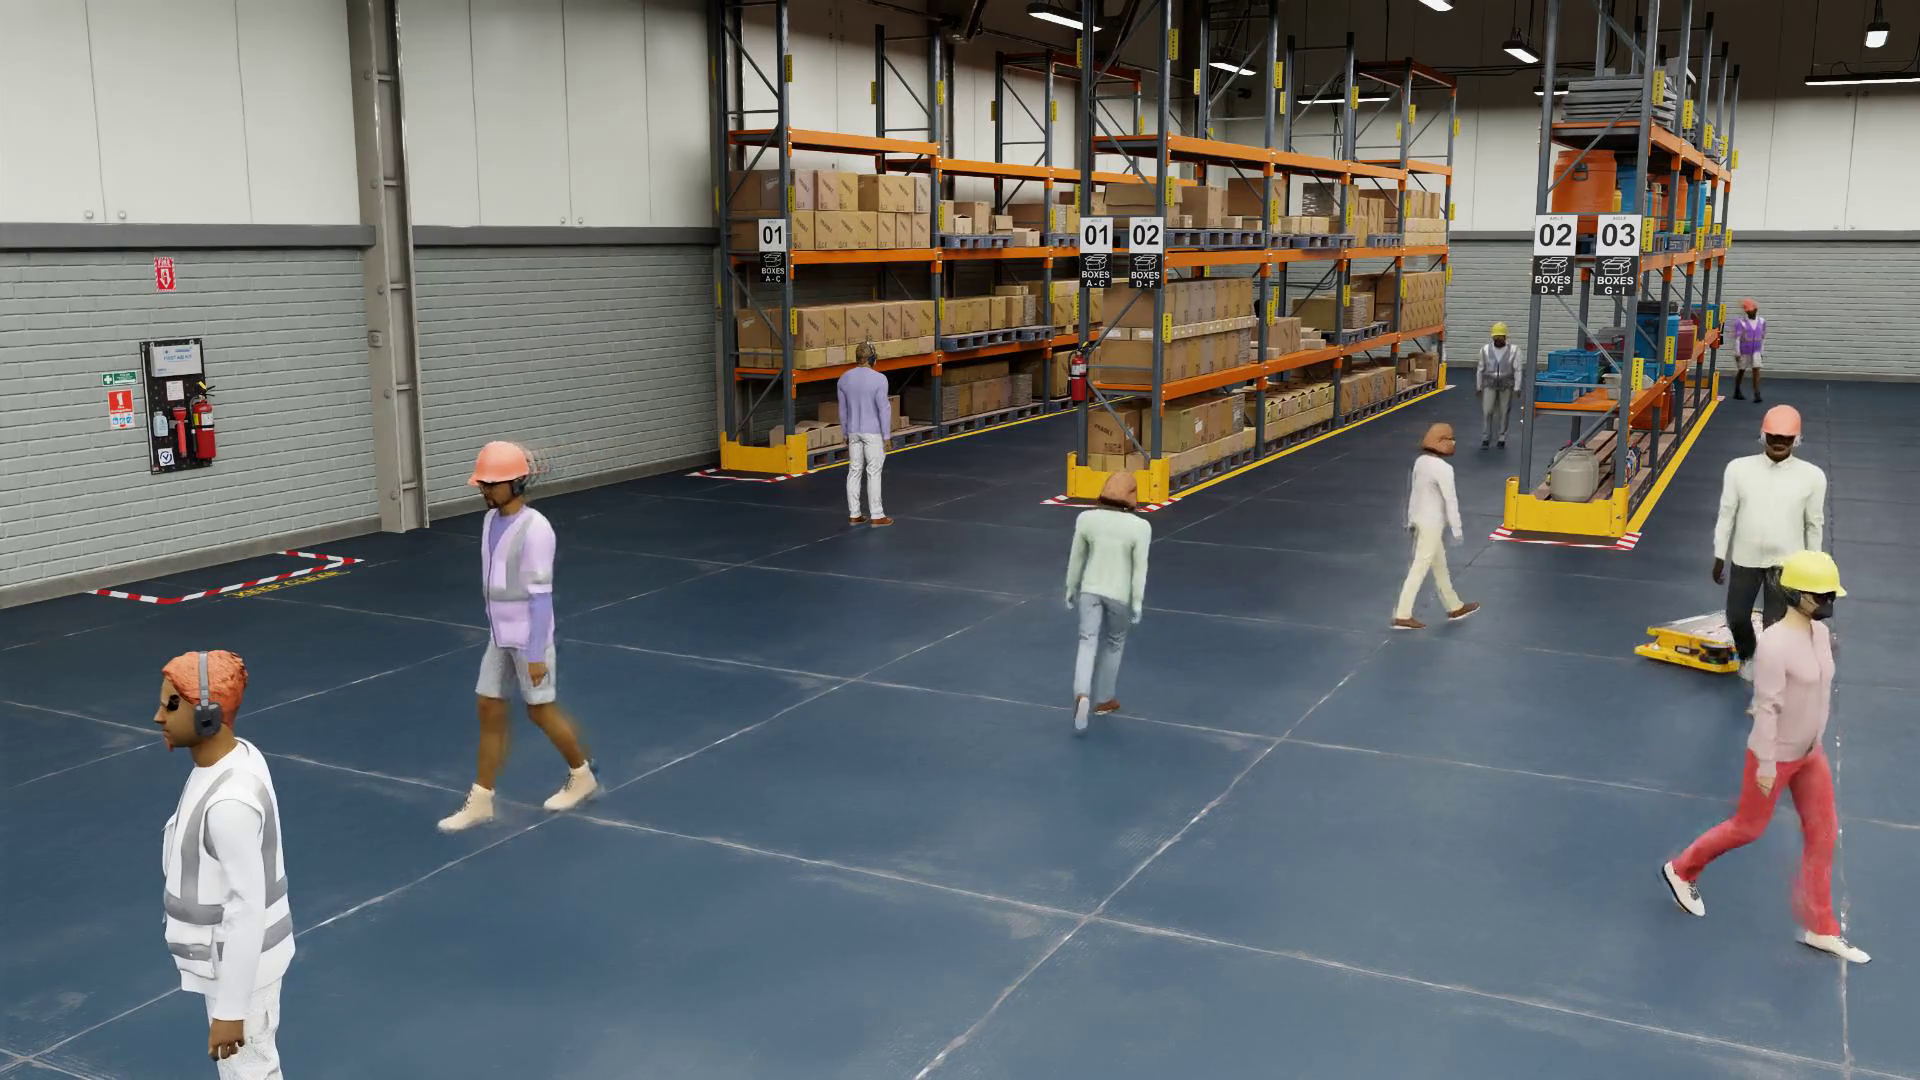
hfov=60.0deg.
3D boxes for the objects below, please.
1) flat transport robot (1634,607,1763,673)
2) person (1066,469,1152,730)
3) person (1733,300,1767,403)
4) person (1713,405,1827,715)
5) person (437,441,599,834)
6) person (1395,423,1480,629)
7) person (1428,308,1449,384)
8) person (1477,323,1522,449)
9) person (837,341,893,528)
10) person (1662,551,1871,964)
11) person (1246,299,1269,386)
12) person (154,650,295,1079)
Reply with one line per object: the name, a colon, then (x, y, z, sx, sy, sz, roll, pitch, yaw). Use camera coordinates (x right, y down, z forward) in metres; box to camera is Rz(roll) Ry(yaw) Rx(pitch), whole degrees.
flat transport robot: (5.604, 0.709, 12.050, 1.431, 0.197, 0.652, -7, 13, -34)
person: (0.888, 0.366, 10.315, 0.538, 1.598, 0.734, 4, 11, 22)
person: (14.431, -3.453, 30.404, 0.573, 1.870, 1.024, 1, 10, 4)
person: (5.196, 0.102, 10.704, 0.626, 1.977, 0.744, 6, 12, 31)
person: (-2.262, 0.486, 8.572, 0.890, 2.013, 0.625, -10, 14, -43)
person: (3.743, -0.104, 12.870, 0.825, 1.596, 0.522, -2, 11, -8)
person: (9.777, -4.027, 34.221, 0.507, 1.609, 0.697, -5, 11, -25)
person: (7.629, -2.169, 23.566, 0.622, 1.802, 0.721, 4, 11, 22)
person: (-0.979, -1.097, 17.349, 0.629, 1.940, 0.373, 6, 12, 30)
person: (3.494, 0.878, 7.143, 0.535, 1.733, 0.849, -7, 13, -35)
person: (5.056, -3.101, 28.202, 0.607, 1.965, 0.366, 9, 13, 39)
person: (-2.108, 1.234, 4.794, 0.355, 1.882, 0.576, -5, 12, -27)
